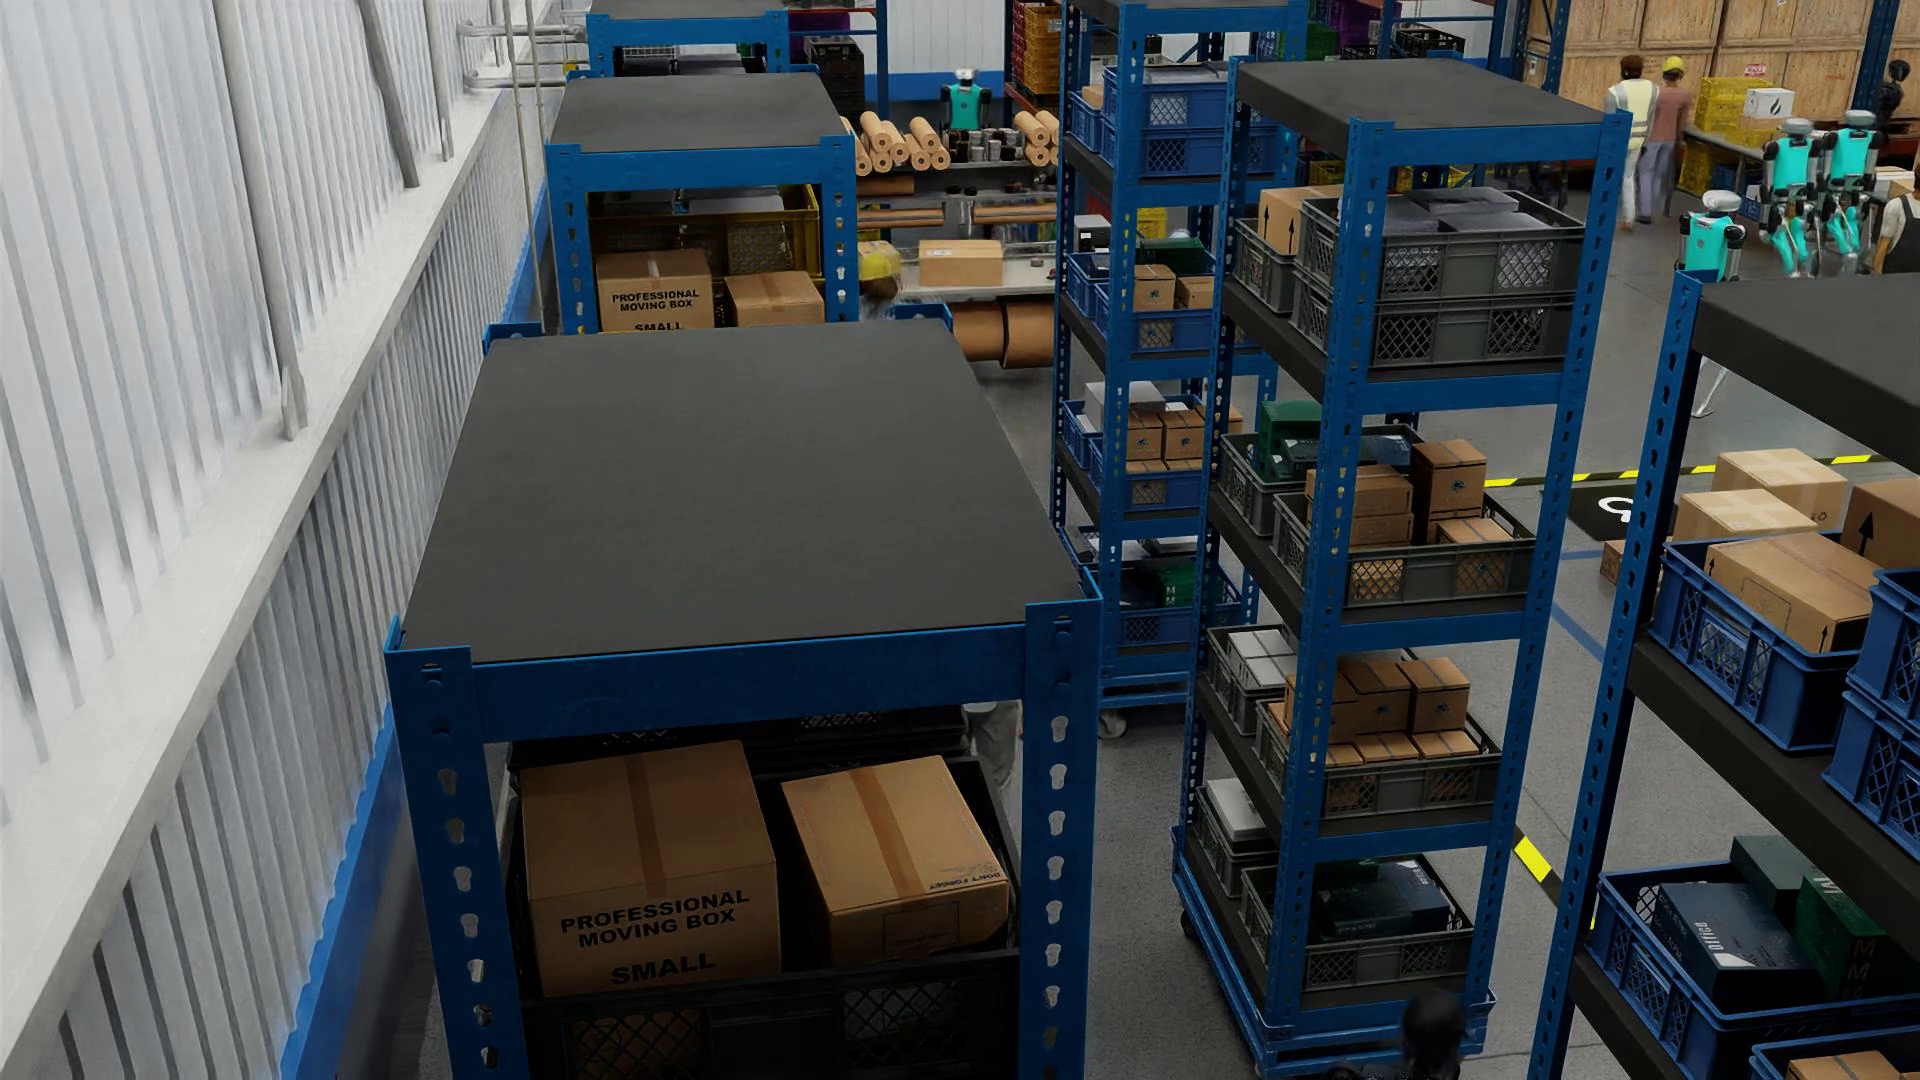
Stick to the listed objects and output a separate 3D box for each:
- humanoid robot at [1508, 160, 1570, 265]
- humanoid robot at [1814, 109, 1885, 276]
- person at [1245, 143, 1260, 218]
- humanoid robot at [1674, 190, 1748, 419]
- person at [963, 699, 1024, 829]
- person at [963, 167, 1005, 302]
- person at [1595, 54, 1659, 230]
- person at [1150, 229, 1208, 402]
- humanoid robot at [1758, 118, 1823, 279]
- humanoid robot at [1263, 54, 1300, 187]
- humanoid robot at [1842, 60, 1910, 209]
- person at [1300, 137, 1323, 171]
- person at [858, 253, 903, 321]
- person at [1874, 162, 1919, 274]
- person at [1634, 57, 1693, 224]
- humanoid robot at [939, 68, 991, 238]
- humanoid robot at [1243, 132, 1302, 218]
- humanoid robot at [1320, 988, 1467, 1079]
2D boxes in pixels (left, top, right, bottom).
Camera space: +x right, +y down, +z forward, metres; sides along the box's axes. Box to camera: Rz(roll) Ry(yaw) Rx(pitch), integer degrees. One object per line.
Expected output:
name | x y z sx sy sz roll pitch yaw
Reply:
humanoid robot | 5.268 -3.020 15.212 0.587 1.633 0.608 -1 25 -3
humanoid robot | 7.997 -2.861 14.786 0.531 1.769 0.947 -2 25 -4
person | 2.909 -3.492 16.021 0.343 1.836 0.663 14 28 27
humanoid robot | 5.563 -1.734 12.156 0.735 1.673 0.533 -12 27 -24
person | 0.066 0.658 6.989 0.562 1.837 0.391 16 29 30
person | 0.280 -2.436 13.741 0.905 1.828 0.544 0 25 1
person | 6.932 -4.144 17.444 0.646 1.829 0.429 -7 26 -14
person | 1.398 -1.110 10.823 0.587 1.847 0.396 -4 25 -8
humanoid robot | 7.275 -2.694 14.479 0.539 1.836 0.761 -4 25 -10
humanoid robot | 3.550 -4.462 18.270 0.933 1.787 0.553 0 25 0
humanoid robot | 10.011 -4.445 18.288 0.476 1.646 0.613 22 32 39
person | 3.890 -4.530 18.180 0.393 1.914 0.588 3 25 6
person | -0.494 -1.069 10.906 0.906 1.695 0.499 -22 32 -39
person | 7.250 -2.020 12.818 0.504 1.841 0.350 -5 25 -12
person | 7.484 -4.266 17.826 0.567 1.744 0.547 -3 25 -6
humanoid robot | 0.070 -4.042 17.330 0.546 1.771 0.912 3 25 7
humanoid robot | 3.054 -3.754 16.819 0.557 1.831 0.858 -6 25 -14
humanoid robot | 1.154 1.902 4.535 0.615 1.626 0.773 8 26 16
